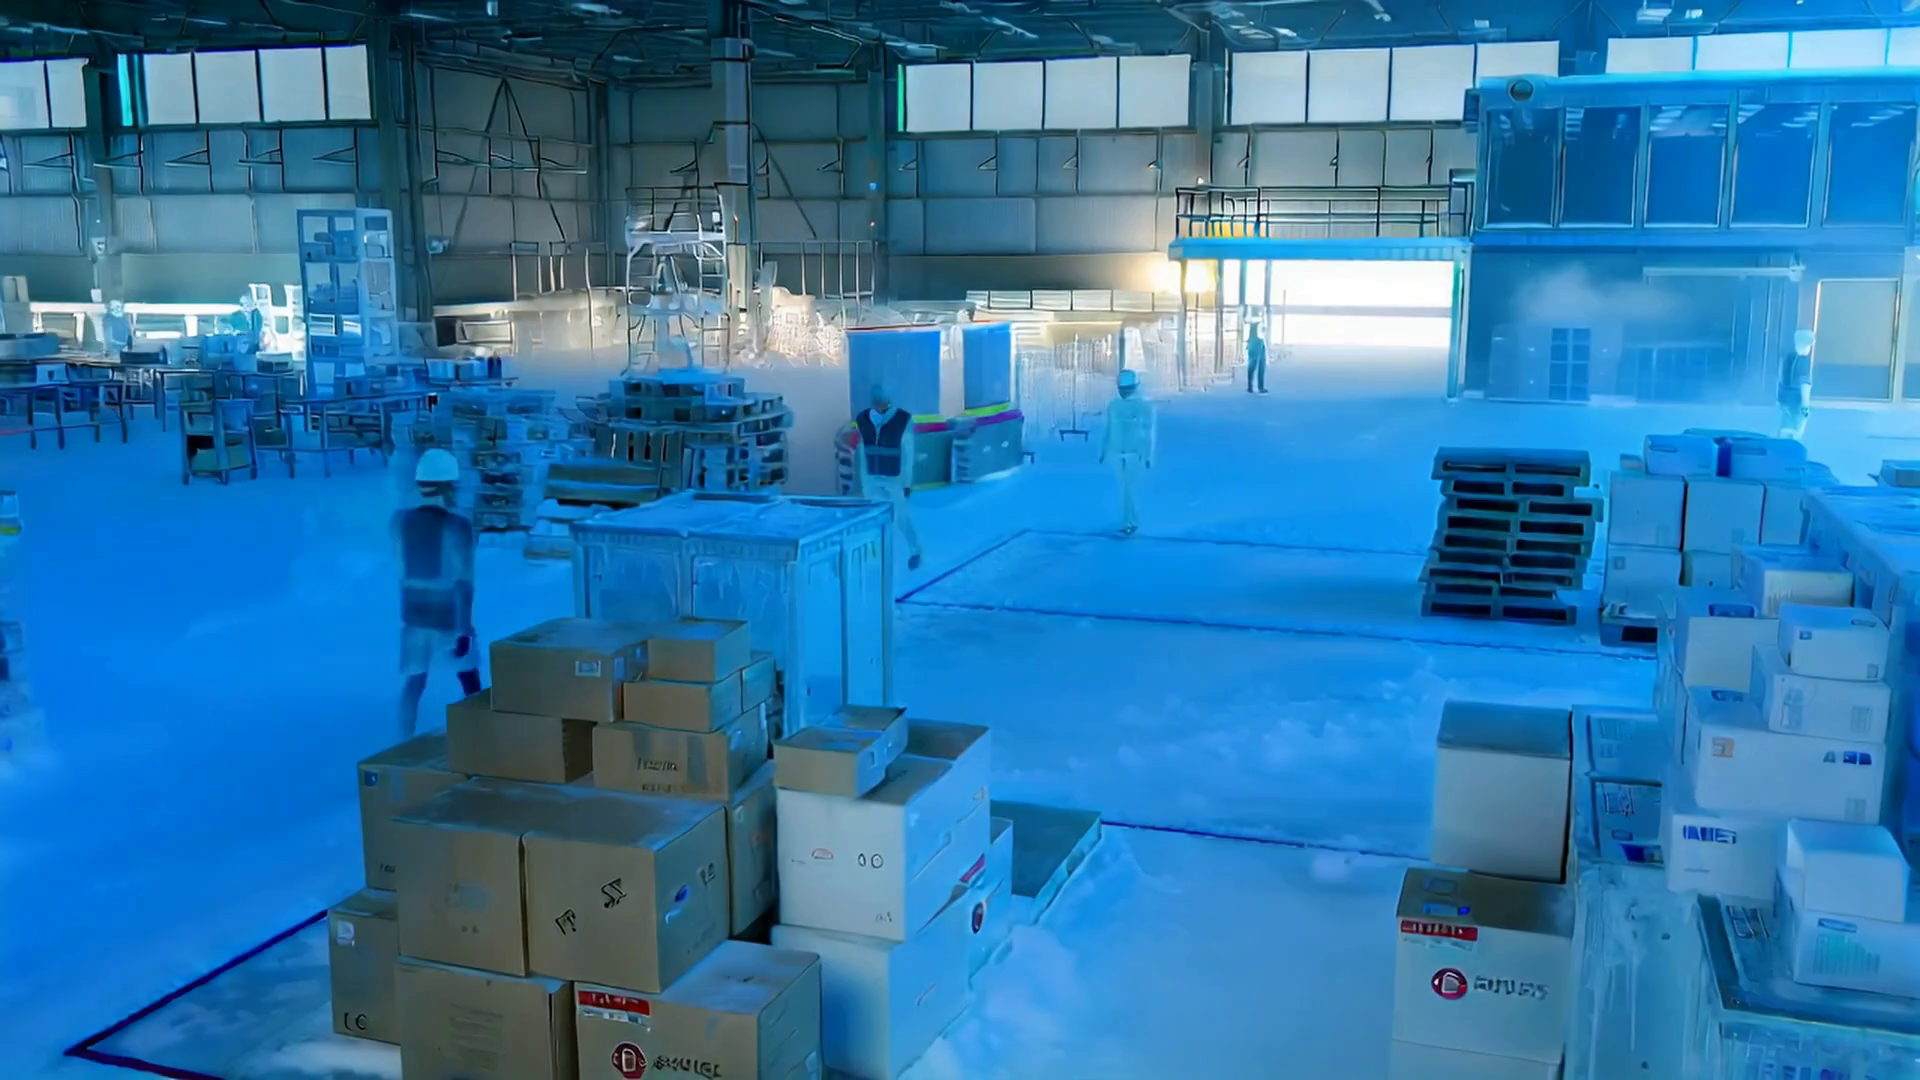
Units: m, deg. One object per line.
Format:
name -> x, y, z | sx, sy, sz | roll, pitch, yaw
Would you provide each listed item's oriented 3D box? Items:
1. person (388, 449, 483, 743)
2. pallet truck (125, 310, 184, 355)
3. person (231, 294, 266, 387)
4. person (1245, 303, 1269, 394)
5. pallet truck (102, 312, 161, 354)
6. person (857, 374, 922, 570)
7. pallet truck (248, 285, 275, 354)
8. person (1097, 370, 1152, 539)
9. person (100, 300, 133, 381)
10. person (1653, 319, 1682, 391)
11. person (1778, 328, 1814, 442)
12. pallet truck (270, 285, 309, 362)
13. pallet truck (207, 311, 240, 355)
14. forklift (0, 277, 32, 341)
person -> -2.975, 0.416, 9.555 | 0.552, 1.880, 1.026 | 2, 10, 12
pallet truck -> -22.038, -5.665, 45.457 | 0.704, 1.261, 1.522 | 3, 11, 17
person -> -14.829, -4.122, 34.752 | 0.635, 2.000, 0.983 | -8, 13, -37
person -> 6.057, -3.890, 33.898 | 0.509, 1.844, 0.329 | 8, 13, 39
pallet truck -> -23.057, -5.777, 46.261 | 0.680, 1.201, 1.601 | 3, 11, 19
person -> -0.642, -0.587, 15.223 | 0.598, 1.883, 0.943 | 5, 11, 25
pallet truck -> -18.327, -5.835, 44.421 | 0.823, 1.965, 1.885 | 4, 11, 23
person -> 1.671, -0.888, 17.266 | 0.542, 1.734, 0.728 | 7, 12, 36
person -> -17.690, -4.079, 34.861 | 0.762, 1.886, 0.653 | 6, 12, 29
person -> 14.335, -3.906, 33.795 | 0.644, 1.904, 0.399 | 0, 10, 0
person -> 10.875, -1.775, 21.645 | 0.369, 1.967, 0.601 | 0, 10, -2
pallet truck -> -17.147, -5.700, 43.663 | 0.823, 1.965, 1.885 | 3, 11, 17
pallet truck -> -19.537, -5.575, 44.913 | 0.653, 1.274, 1.630 | 3, 11, 19
forklift -> -27.151, -6.329, 46.328 | 1.157, 1.987, 2.680 | 3, 11, 17
